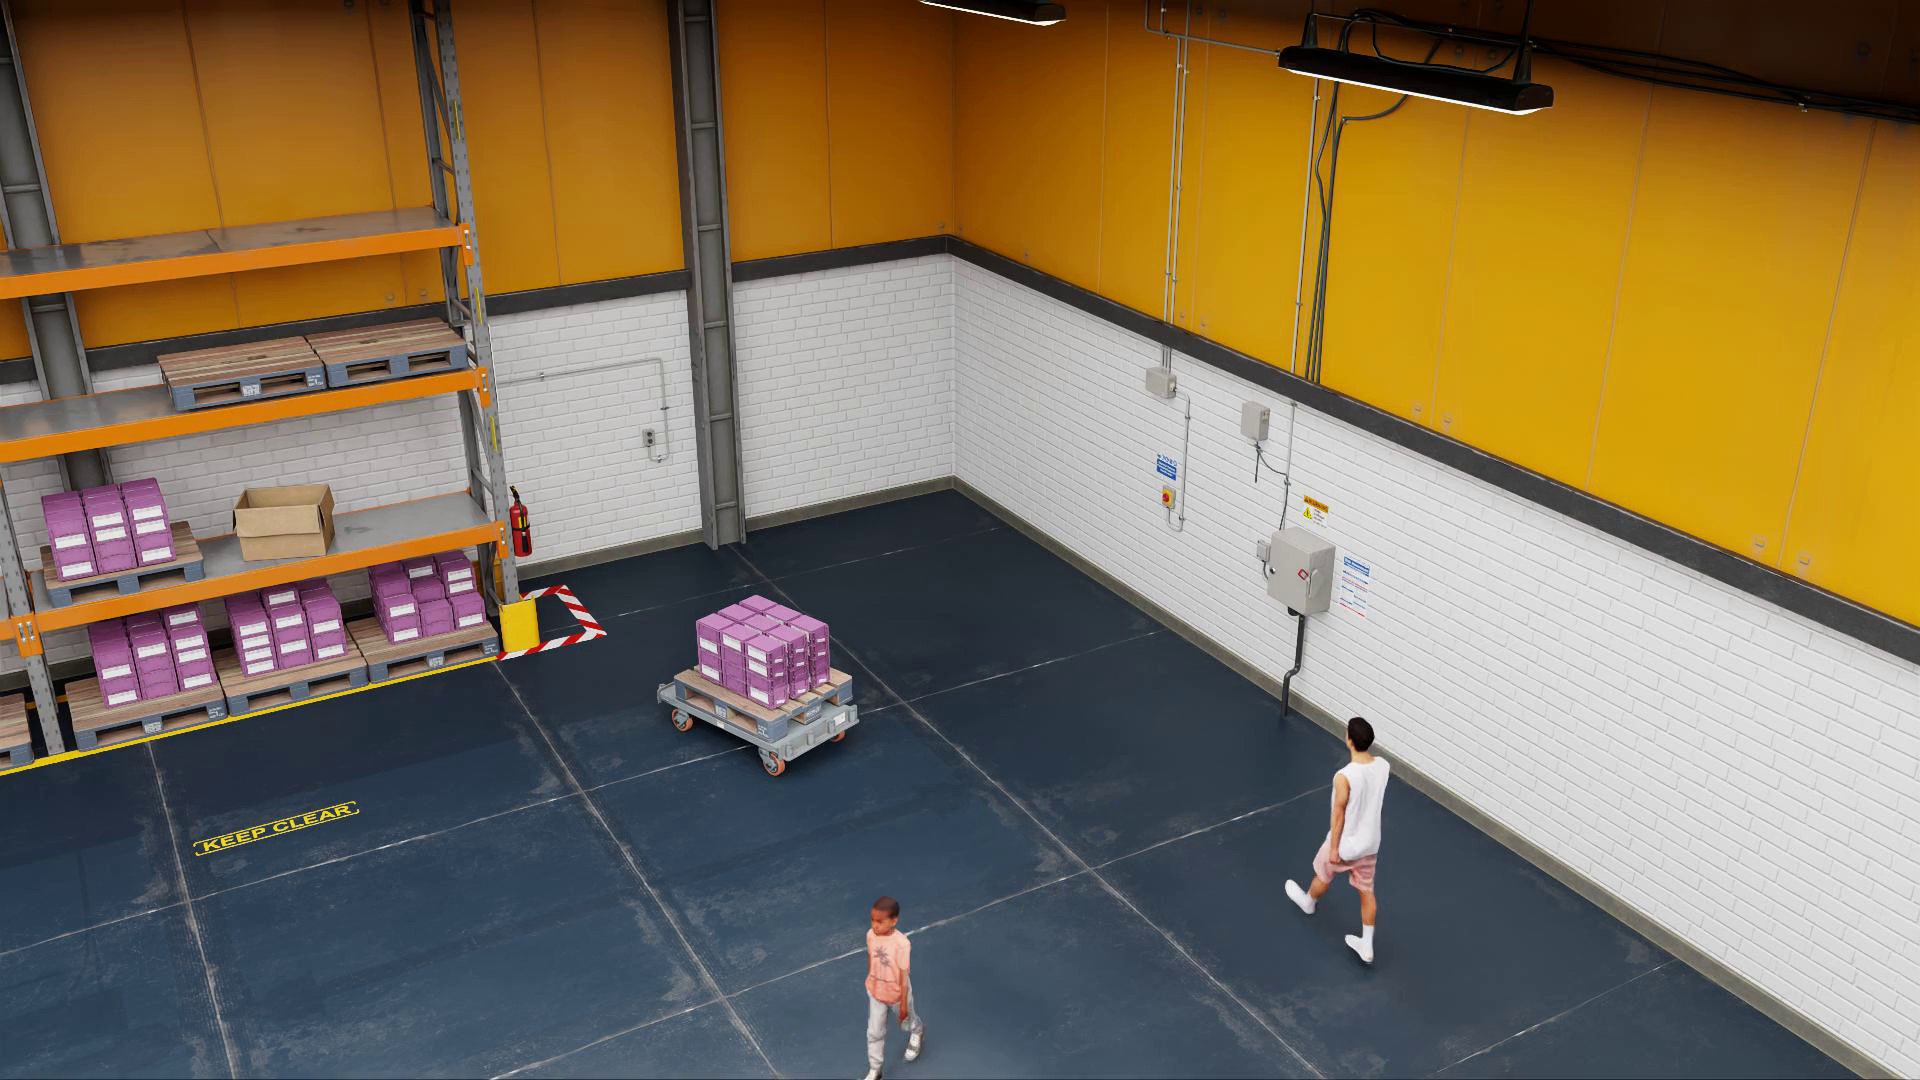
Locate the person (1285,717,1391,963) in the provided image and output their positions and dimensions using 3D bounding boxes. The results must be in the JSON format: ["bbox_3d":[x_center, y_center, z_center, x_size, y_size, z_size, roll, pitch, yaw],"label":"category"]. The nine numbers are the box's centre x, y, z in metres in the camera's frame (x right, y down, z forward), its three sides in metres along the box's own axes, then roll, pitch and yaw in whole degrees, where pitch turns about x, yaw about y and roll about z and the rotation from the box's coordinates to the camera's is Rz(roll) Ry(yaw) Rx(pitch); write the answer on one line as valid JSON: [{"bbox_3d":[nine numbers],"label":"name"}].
[{"bbox_3d":[2.751,2.102,11.413,1.031,1.737,0.770,-11,26,-24],"label":"person"}]

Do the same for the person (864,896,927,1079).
[{"bbox_3d":[-0.394,2.777,10.412,0.773,1.302,0.945,13,27,26],"label":"person"}]
